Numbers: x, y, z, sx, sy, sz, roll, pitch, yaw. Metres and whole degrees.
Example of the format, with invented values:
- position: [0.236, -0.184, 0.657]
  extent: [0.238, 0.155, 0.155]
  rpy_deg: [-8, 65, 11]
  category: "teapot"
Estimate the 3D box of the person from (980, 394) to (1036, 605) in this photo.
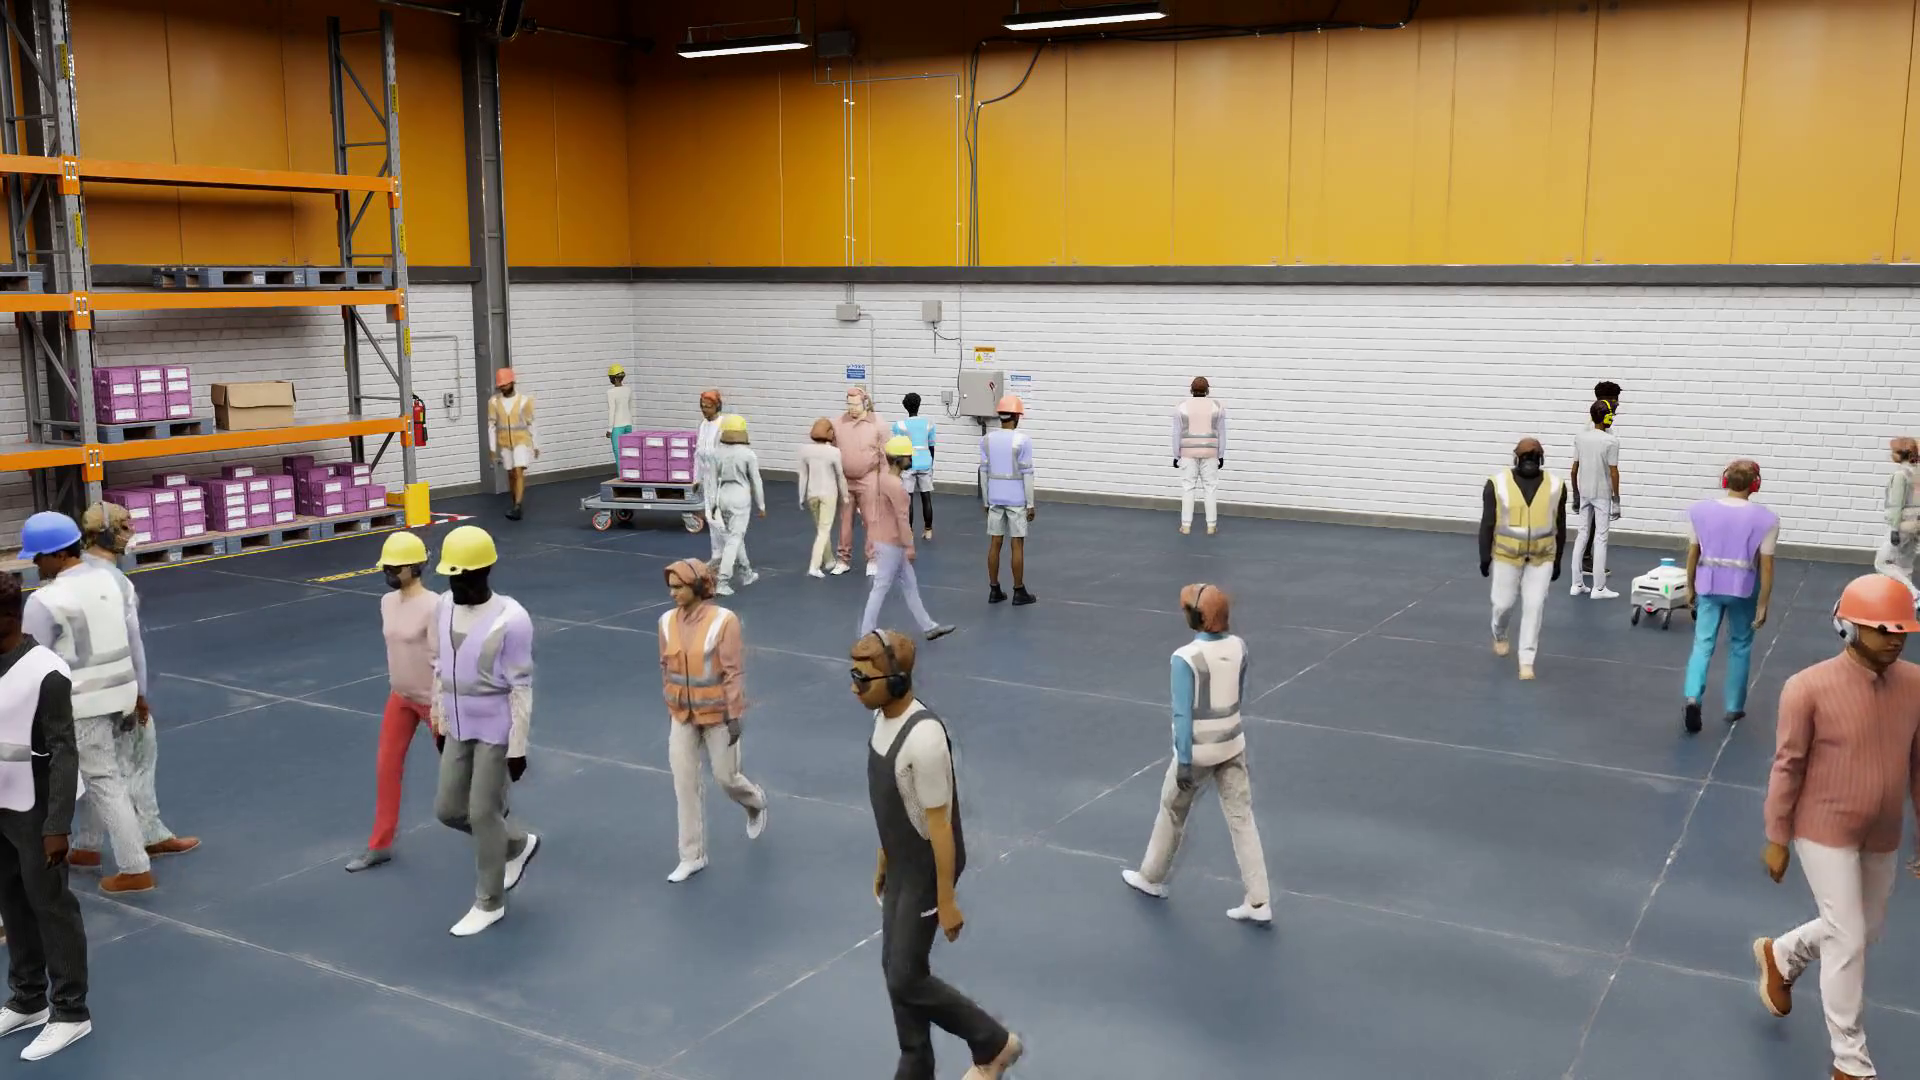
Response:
- position: [0.449, -0.362, 15.246]
  extent: [0.549, 1.941, 0.395]
  rpy_deg: [6, 11, 31]
  category: "person"

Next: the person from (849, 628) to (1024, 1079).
- position: [-0.126, 1.189, 5.925]
  extent: [0.540, 1.818, 0.515]
  rpy_deg: [-3, 10, -19]
  category: "person"

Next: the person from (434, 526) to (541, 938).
- position: [-2.176, 0.857, 7.680]
  extent: [0.609, 1.904, 0.552]
  rpy_deg: [6, 11, 34]
  category: "person"

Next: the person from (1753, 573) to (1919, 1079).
- position: [3.296, 1.059, 6.266]
  extent: [0.627, 1.964, 0.870]
  rpy_deg: [-2, 9, -12]
  category: "person"

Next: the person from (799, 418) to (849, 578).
- position: [-1.377, -0.432, 16.723]
  extent: [0.515, 1.609, 0.738]
  rpy_deg: [5, 10, 26]
  category: "person"

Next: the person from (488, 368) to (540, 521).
- position: [-5.530, -1.201, 20.651]
  extent: [0.593, 1.880, 1.015]
  rpy_deg: [0, 9, -1]
  category: "person"

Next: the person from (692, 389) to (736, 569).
- position: [-2.511, -0.613, 16.982]
  extent: [0.414, 1.866, 0.626]
  rpy_deg: [-8, 12, -42]
  category: "person"

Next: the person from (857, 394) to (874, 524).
- position: [-1.193, -1.016, 20.292]
  extent: [0.530, 1.604, 0.582]
  rpy_deg: [0, 9, -2]
  category: "person"

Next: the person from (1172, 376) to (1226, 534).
- position: [2.785, -0.986, 19.396]
  extent: [0.622, 1.844, 0.429]
  rpy_deg: [1, 9, 5]
  category: "person"

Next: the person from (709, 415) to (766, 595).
- position: [-2.128, -0.348, 15.870]
  extent: [0.502, 1.691, 0.919]
  rpy_deg: [4, 10, 22]
  category: "person"

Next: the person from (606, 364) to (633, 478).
- position: [-4.791, -1.583, 23.356]
  extent: [0.329, 1.767, 0.528]
  rpy_deg: [5, 10, 27]
  category: "person"

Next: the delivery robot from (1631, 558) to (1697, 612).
- position: [6.131, 0.404, 14.434]
  extent: [0.707, 0.478, 0.477]
  rpy_deg: [-8, 12, -43]
  category: "delivery robot"

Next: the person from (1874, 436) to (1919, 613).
- position: [8.220, -0.088, 14.445]
  extent: [0.534, 1.623, 0.401]
  rpy_deg: [-7, 11, -37]
  category: "person"

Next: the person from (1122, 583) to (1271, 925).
- position: [1.160, 0.986, 7.848]
  extent: [0.535, 1.588, 0.857]
  rpy_deg: [-7, 12, -39]
  category: "person"

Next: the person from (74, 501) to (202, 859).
- position: [-4.370, 0.757, 8.348]
  extent: [0.859, 1.913, 0.626]
  rpy_deg: [-7, 11, -36]
  category: "person"

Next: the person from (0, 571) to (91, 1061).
- position: [-3.651, 1.048, 6.482]
  extent: [0.587, 1.914, 0.392]
  rpy_deg: [5, 10, 28]
  category: "person"

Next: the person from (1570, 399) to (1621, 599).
- position: [5.960, -0.386, 15.562]
  extent: [0.319, 1.871, 0.532]
  rpy_deg: [-6, 11, -32]
  category: "person"

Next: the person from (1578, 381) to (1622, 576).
- position: [6.428, -0.627, 16.768]
  extent: [0.363, 1.962, 0.612]
  rpy_deg: [3, 9, 16]
  category: "person"

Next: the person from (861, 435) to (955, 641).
- position: [-0.420, 0.021, 13.421]
  extent: [0.866, 1.726, 0.551]
  rpy_deg: [-2, 9, -10]
  category: "person"

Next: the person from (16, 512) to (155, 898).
- position: [-4.321, 0.796, 8.111]
  extent: [0.885, 1.888, 0.625]
  rpy_deg: [2, 9, 11]
  category: "person"

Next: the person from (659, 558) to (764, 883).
- position: [-1.277, 0.876, 8.469]
  extent: [0.521, 1.611, 0.661]
  rpy_deg: [4, 10, 24]
  category: "person"

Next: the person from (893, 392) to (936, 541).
- position: [-0.517, -0.817, 18.787]
  extent: [0.533, 1.698, 0.322]
  rpy_deg: [-4, 10, -23]
  category: "person"

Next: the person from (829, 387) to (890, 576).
- position: [-1.031, -0.581, 16.688]
  extent: [0.637, 1.901, 0.403]
  rpy_deg: [2, 9, 13]
  category: "person"

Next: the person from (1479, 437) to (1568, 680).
- position: [4.257, 0.114, 12.610]
  extent: [0.628, 1.822, 0.666]
  rpy_deg: [2, 9, 11]
  category: "person"

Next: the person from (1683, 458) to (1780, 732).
- position: [5.096, 0.361, 11.049]
  extent: [0.570, 1.820, 0.838]
  rpy_deg: [6, 11, 33]
  category: "person"

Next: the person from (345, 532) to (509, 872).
- position: [-2.776, 0.793, 8.672]
  extent: [0.532, 1.723, 0.922]
  rpy_deg: [6, 11, 32]
  category: "person"
